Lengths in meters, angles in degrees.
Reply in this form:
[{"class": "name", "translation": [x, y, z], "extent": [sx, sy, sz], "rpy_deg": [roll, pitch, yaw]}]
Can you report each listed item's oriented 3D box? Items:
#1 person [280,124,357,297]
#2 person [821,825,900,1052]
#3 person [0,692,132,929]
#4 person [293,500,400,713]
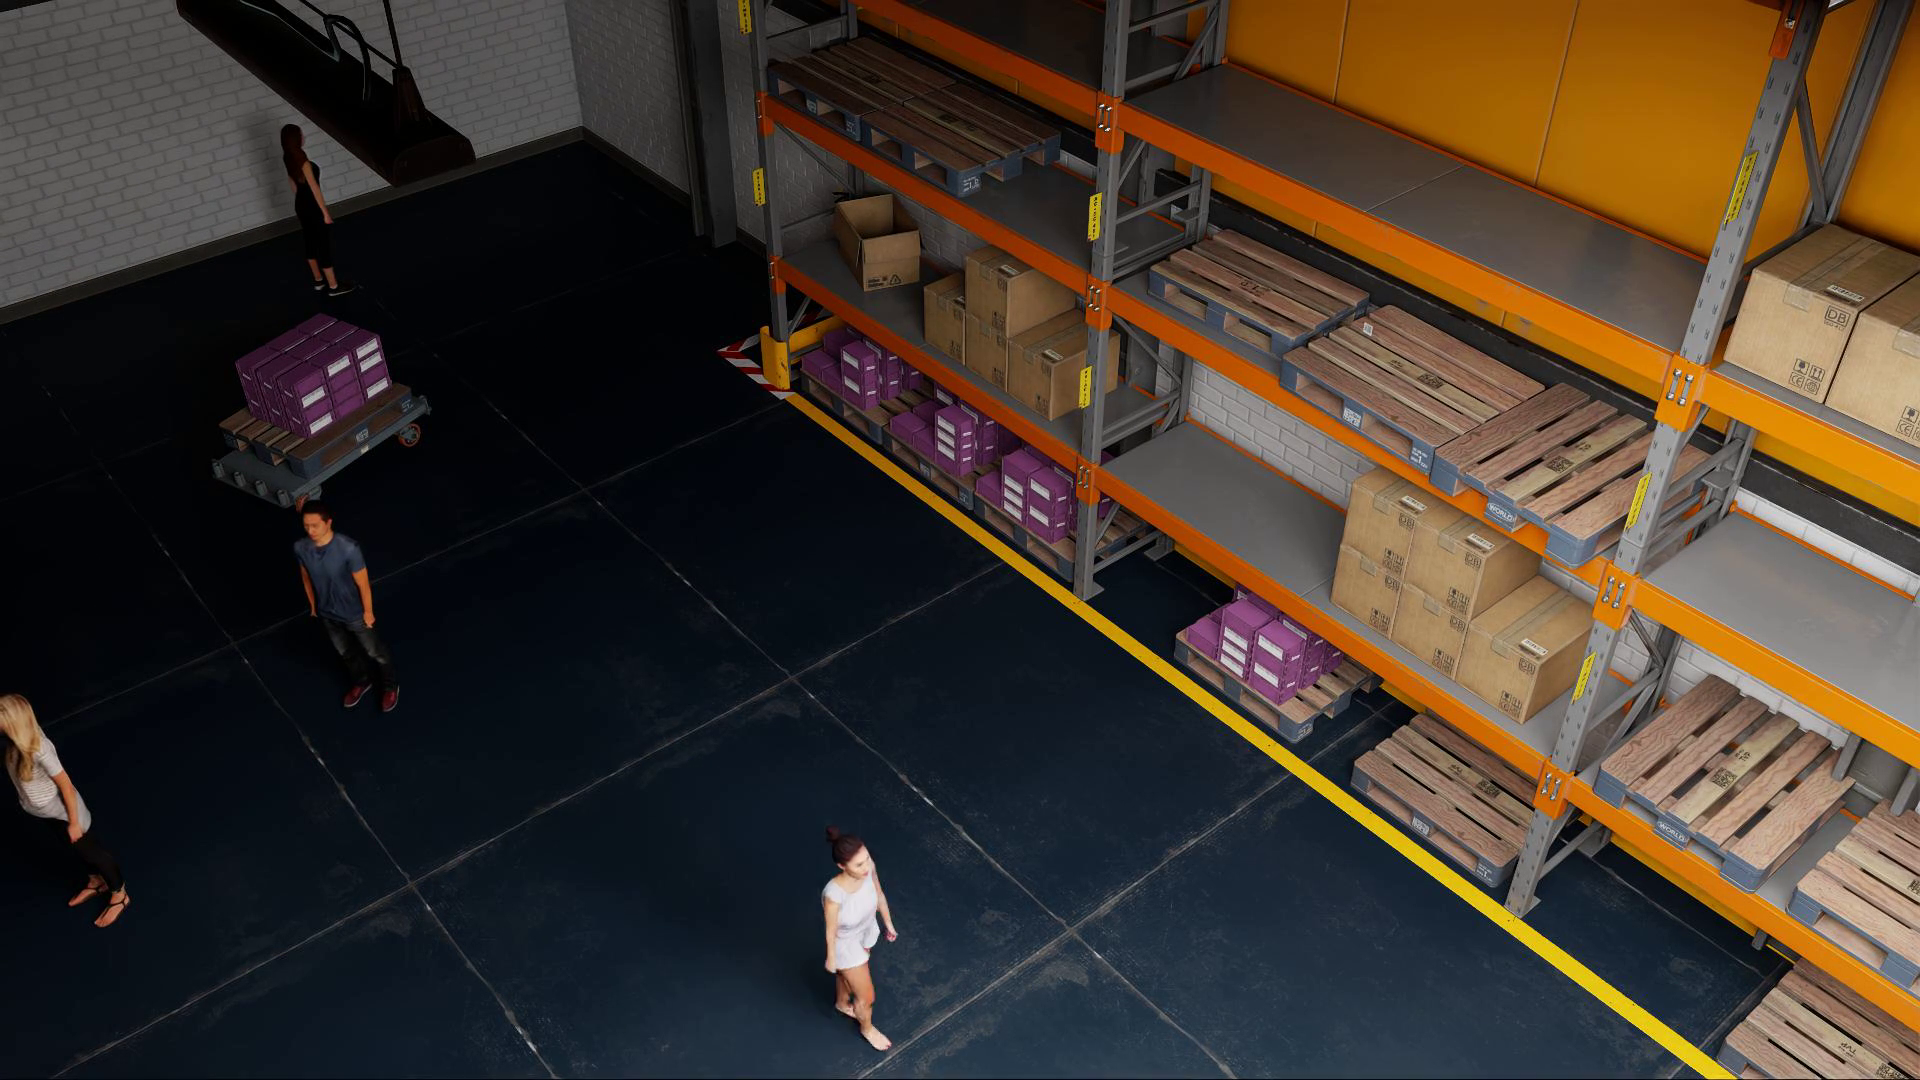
[{"class": "person", "translation": [-6.294, -3.195, 16.093], "extent": [0.504, 1.723, 0.662], "rpy_deg": [28, 47, 31]}, {"class": "person", "translation": [-0.674, 2.205, 9.432], "extent": [0.771, 1.598, 0.691], "rpy_deg": [20, 43, 23]}, {"class": "person", "translation": [-5.414, 1.596, 10.012], "extent": [0.542, 1.826, 0.711], "rpy_deg": [26, 45, 28]}, {"class": "person", "translation": [-4.237, 0.442, 11.472], "extent": [0.693, 1.806, 0.779], "rpy_deg": [7, 39, 8]}]
